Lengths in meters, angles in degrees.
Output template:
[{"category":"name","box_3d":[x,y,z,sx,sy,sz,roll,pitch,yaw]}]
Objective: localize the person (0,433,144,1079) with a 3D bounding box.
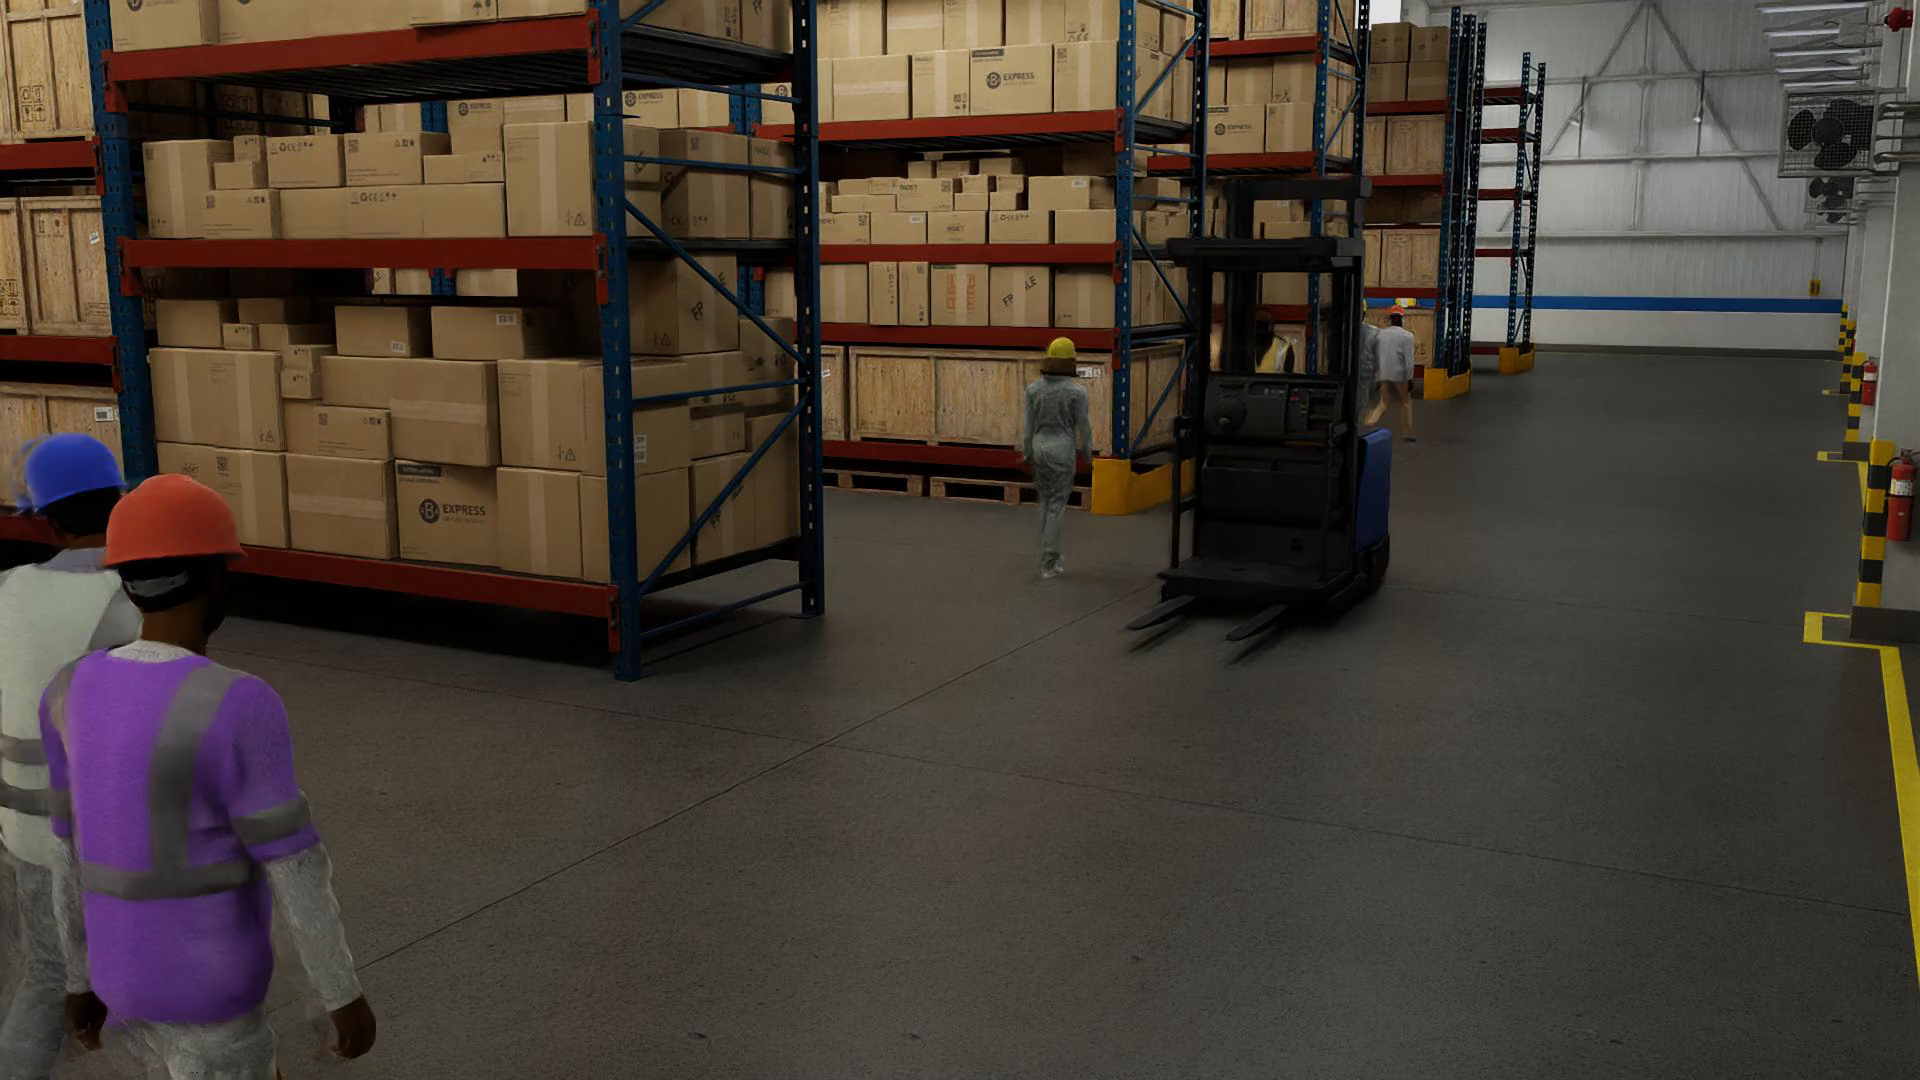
[{"category":"person","box_3d":[-2.097,0.713,4.007,0.645,1.920,0.773,3,10,17]}]

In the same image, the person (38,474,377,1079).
[{"category":"person","box_3d":[-1.462,0.831,3.244,0.607,1.909,0.467,6,11,30]}]

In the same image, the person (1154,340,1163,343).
[{"category":"person","box_3d":[2.282,-1.906,19.882,0.371,1.627,0.543,3,10,14]}]

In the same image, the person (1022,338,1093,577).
[{"category":"person","box_3d":[0.741,-0.613,12.162,0.504,1.711,0.769,5,11,28]}]

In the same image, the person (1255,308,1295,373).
[{"category":"person","box_3d":[2.874,-1.306,15.903,0.633,1.823,0.737,3,10,18]}]

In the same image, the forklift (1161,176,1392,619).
[{"category":"forklift","box_3d":[2.241,-1.041,11.273,1.129,2.768,1.873,5,11,27]}]

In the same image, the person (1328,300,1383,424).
[{"category":"person","box_3d":[4.668,-1.946,19.580,0.624,1.815,0.535,4,11,21]}]

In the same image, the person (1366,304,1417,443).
[{"category":"person","box_3d":[5.283,-2.028,20.381,0.761,1.715,0.575,-9,13,-41]}]
